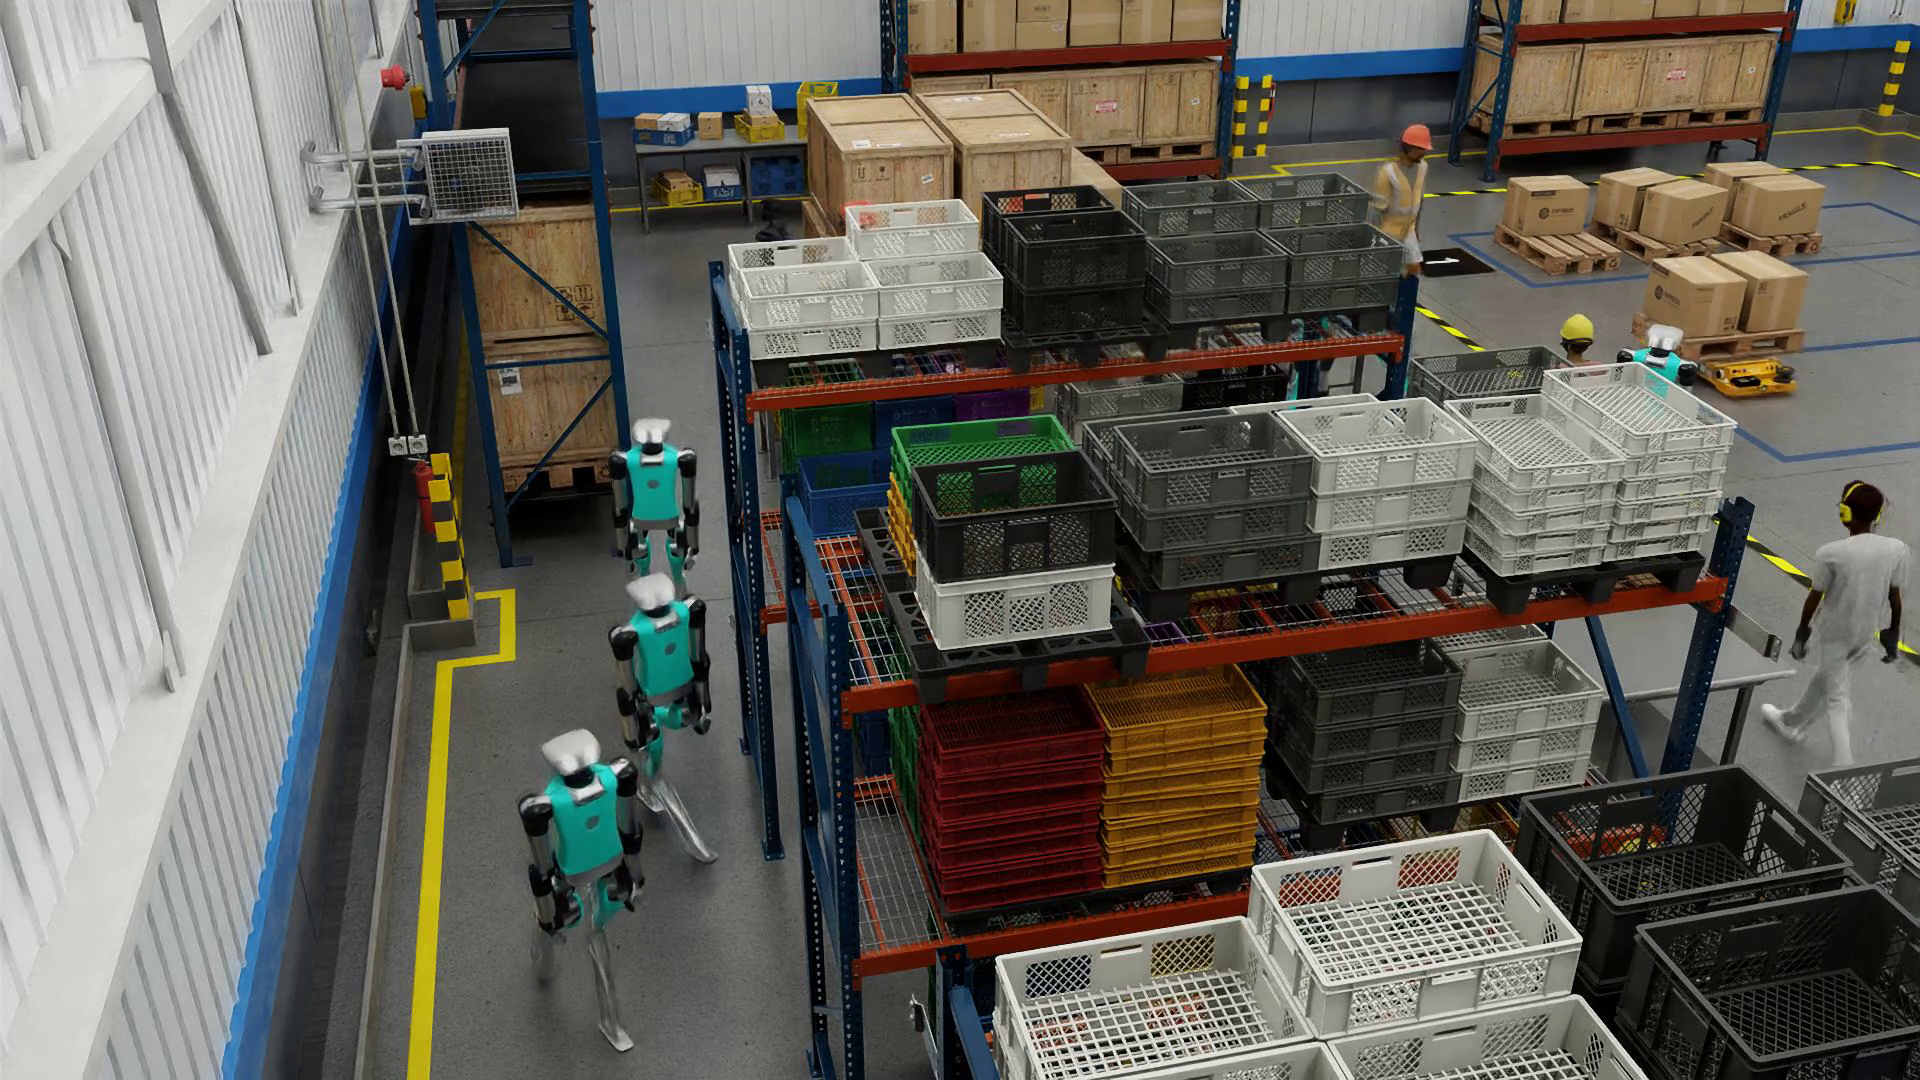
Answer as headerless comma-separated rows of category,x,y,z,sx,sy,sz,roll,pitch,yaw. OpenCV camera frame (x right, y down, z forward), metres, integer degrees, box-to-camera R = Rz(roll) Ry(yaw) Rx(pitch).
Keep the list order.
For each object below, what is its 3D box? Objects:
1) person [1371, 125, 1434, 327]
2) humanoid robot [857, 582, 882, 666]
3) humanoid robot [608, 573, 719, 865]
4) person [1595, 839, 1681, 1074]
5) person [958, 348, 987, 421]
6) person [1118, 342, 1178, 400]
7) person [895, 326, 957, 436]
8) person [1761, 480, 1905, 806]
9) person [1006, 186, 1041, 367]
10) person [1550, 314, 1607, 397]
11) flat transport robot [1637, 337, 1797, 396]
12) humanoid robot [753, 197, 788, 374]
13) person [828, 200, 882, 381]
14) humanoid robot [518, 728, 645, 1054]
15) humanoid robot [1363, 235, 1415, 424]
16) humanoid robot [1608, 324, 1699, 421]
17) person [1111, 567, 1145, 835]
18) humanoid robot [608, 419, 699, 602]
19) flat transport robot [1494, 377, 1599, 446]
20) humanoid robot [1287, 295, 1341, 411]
person,4.114,-2.866,15.605,0.707,2.017,0.674,-14,31,-25
humanoid robot,-0.578,0.111,10.320,0.390,1.644,0.588,-6,28,-11
humanoid robot,-1.654,0.882,8.828,0.562,1.740,1.039,-21,35,-35
person,2.610,1.944,6.775,0.486,1.743,0.310,15,31,27
person,0.113,-1.116,12.551,0.926,1.786,0.522,-6,28,-12
person,1.453,-1.377,12.997,0.477,1.819,0.640,-15,31,-26
person,-0.226,-0.629,11.553,0.977,1.839,0.599,-21,35,-35
person,5.007,0.540,9.378,0.558,1.796,1.006,-4,28,-7
person,0.549,-2.053,14.151,0.358,1.939,0.543,-11,30,-20
person,4.281,-0.760,11.882,0.528,1.768,0.310,-5,28,-10
flat transport robot,6.916,-1.695,15.232,0.652,0.197,1.431,-6,28,-12
humanoid robot,-1.610,-2.223,14.762,0.545,1.642,0.590,10,29,18
person,-0.910,-1.807,13.657,1.082,1.974,0.656,-3,28,-5
humanoid robot,-1.825,1.508,7.641,0.548,1.795,0.933,-20,34,-33
humanoid robot,3.648,-1.654,13.641,0.964,1.773,0.553,-8,29,-14
humanoid robot,4.880,-0.778,11.809,0.533,1.672,0.735,16,32,28
person,0.787,0.946,8.547,0.317,1.860,0.508,0,28,0
humanoid robot,-1.899,0.004,10.564,0.544,1.879,0.833,-4,28,-7
flat transport robot,4.780,-1.036,14.013,0.659,0.231,1.431,-6,28,-12
humanoid robot,2.501,-1.178,12.752,0.755,1.819,0.557,-6,28,-11
